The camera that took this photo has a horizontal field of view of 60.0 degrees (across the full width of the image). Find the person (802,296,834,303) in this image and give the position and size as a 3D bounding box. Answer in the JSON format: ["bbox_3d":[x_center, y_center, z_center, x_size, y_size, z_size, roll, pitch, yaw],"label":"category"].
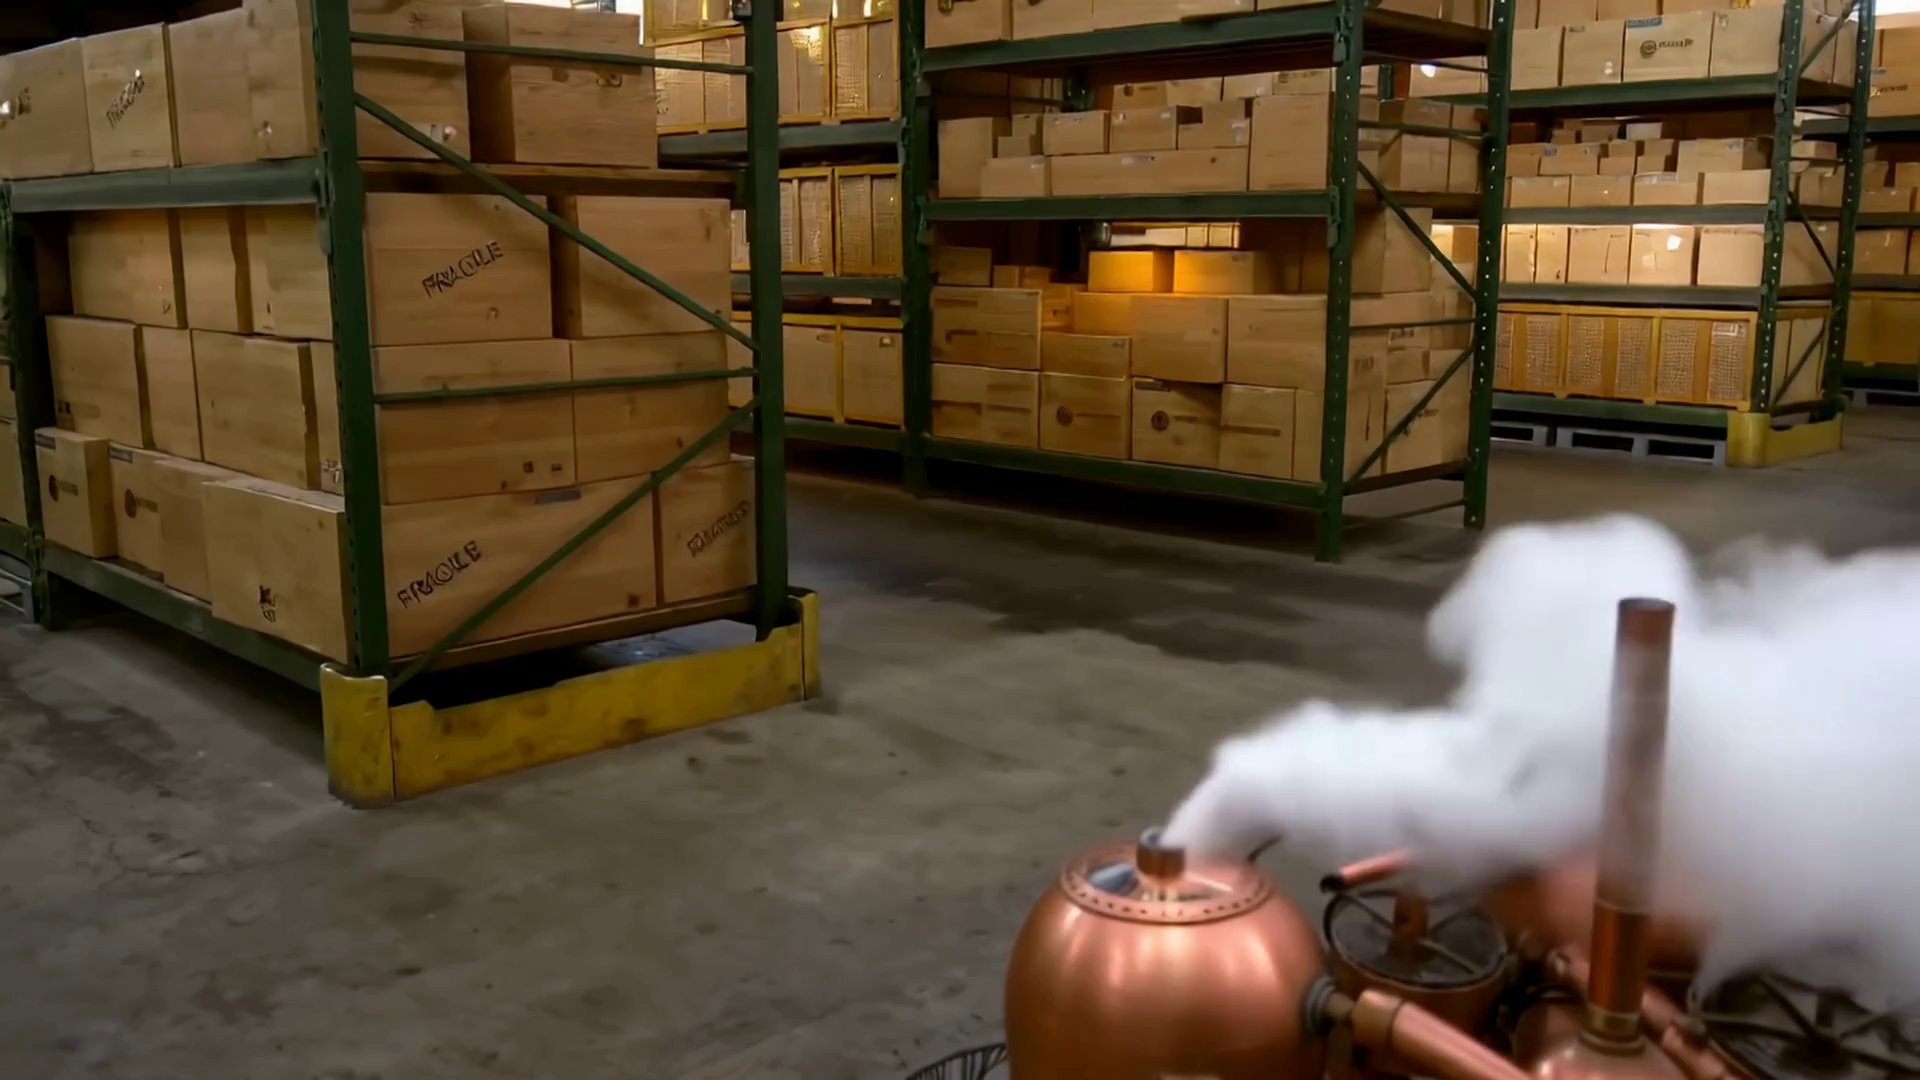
[{"bbox_3d":[-1.974,-2.822,21.935,0.622,1.909,1.106,-4,11,-22],"label":"person"}]
